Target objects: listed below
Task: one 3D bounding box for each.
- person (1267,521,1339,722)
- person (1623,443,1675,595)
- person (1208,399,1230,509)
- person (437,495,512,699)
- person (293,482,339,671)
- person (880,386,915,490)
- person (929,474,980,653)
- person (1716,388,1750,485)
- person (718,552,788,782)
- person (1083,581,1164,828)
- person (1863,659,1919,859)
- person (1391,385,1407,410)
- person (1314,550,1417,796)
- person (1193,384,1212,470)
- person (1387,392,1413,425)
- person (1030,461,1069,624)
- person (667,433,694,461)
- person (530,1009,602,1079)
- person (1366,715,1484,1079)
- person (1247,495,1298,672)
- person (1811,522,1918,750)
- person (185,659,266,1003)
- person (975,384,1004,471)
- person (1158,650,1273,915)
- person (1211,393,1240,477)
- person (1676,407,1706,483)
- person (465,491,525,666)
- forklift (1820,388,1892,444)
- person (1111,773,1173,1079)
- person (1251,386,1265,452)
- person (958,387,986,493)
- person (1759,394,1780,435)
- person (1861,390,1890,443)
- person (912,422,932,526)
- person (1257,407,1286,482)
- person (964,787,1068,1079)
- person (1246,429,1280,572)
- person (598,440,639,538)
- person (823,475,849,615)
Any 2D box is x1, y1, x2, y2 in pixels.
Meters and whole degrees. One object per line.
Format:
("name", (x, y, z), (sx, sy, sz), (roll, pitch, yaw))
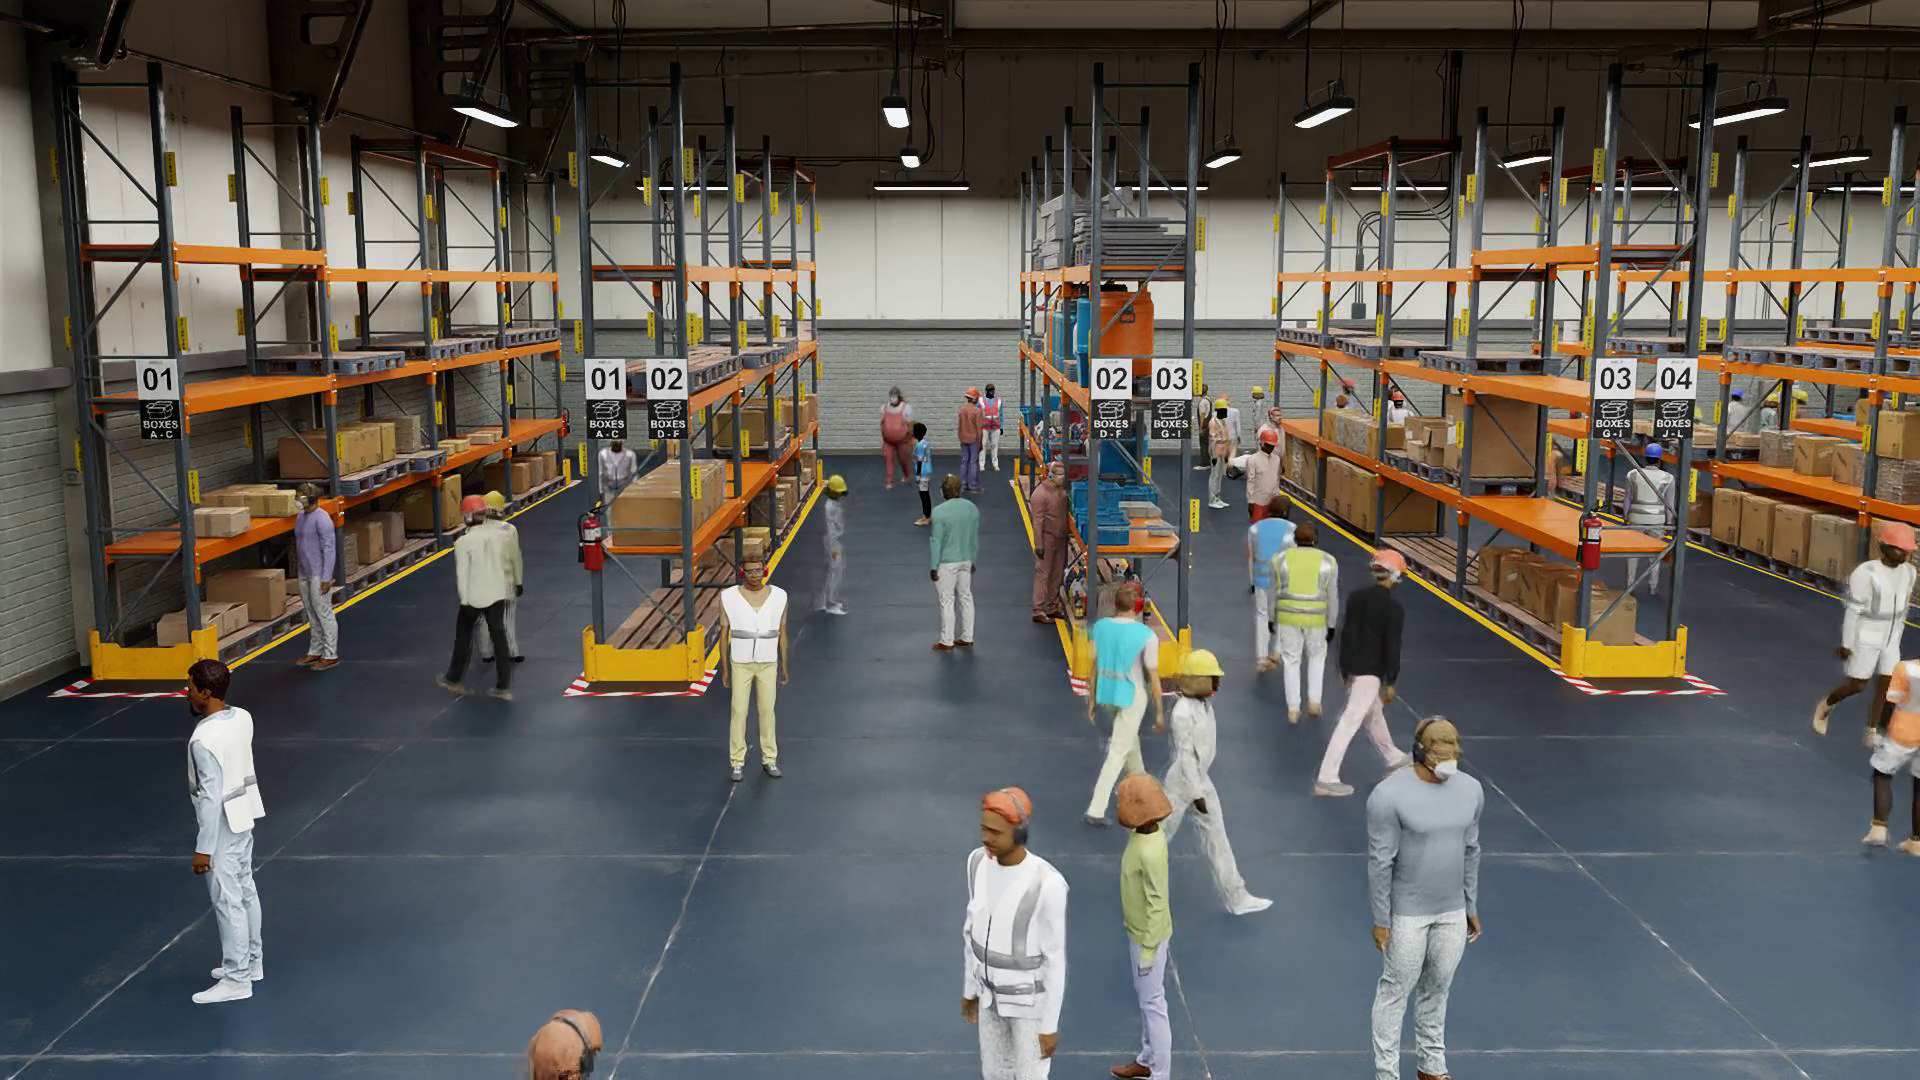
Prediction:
("person", (3.117, 0.725, 15.169), (0.644, 1.819, 0.635), (2, 9, 13))
("person", (8.744, -0.257, 21.145), (0.613, 1.942, 0.406), (5, 10, 27))
("person", (4.571, -1.527, 29.322), (0.364, 1.930, 0.588), (5, 10, 28))
("person", (-4.665, 0.533, 16.000), (0.987, 1.947, 0.618), (7, 11, 40))
("person", (-6.646, 0.366, 17.113), (0.636, 1.938, 0.358), (8, 12, 42))
("person", (-1.205, -2.022, 32.148), (0.683, 2.000, 0.867), (2, 9, 11))
("person", (-0.065, 0.251, 17.904), (0.647, 1.931, 0.377), (-7, 11, -39))
("person", (15.103, -2.015, 32.532), (0.636, 1.909, 0.514), (0, 9, -1))
("person", (-1.650, 0.999, 13.342), (0.565, 1.846, 0.390), (-3, 9, -18))
("person", (1.225, 1.193, 12.251), (0.994, 1.799, 0.579), (-8, 12, -42))
("person", (6.632, 1.380, 11.513), (0.606, 1.665, 0.340), (1, 9, 4))
("person", (8.985, -2.276, 34.384), (0.508, 1.862, 0.324), (8, 12, 43))
("person", (3.238, 1.029, 13.062), (1.179, 1.876, 0.634), (-4, 10, -23))
("person", (5.151, -2.387, 35.161), (0.348, 1.839, 0.503), (4, 10, 22))
("person", (8.206, -1.818, 31.214), (0.547, 1.929, 0.386), (1, 9, 4))
("person", (1.084, 0.024, 19.464), (0.400, 1.900, 0.644), (6, 11, 34))
("person", (-4.596, -1.169, 26.995), (0.550, 1.937, 0.357), (1, 9, 3))
("person", (-1.283, 2.342, 5.428), (0.522, 1.618, 0.682), (4, 10, 25))
("person", (2.240, 1.784, 8.001), (0.631, 1.939, 0.372), (-4, 10, -22))
("person", (3.220, 0.452, 16.942), (0.642, 1.826, 0.440), (6, 11, 33))
("person", (7.712, 0.801, 14.138), (0.623, 2.011, 0.795), (-2, 9, -15))
("person", (-4.087, 1.600, 9.245), (0.392, 1.919, 0.591), (-1, 9, -6))
("person", (0.623, -2.362, 34.970), (0.627, 1.846, 0.429), (-2, 9, -14))
("person", (1.482, 1.528, 10.393), (0.911, 1.697, 0.485), (6, 11, 33))
("person", (5.386, -2.108, 33.762), (0.598, 1.707, 0.643), (1, 9, 6))
("person", (12.933, -1.467, 29.377), (0.591, 1.799, 0.860), (-1, 9, -5))
("person", (-4.796, 0.402, 17.226), (0.590, 1.833, 0.404), (1, 9, 8))
("forklift", (20.072, -3.110, 36.462), (1.873, 2.768, 1.129), (0, 9, 0))
("person", (0.888, 1.924, 8.075), (0.282, 1.631, 0.503), (0, 9, 0))
("person", (6.434, -2.465, 35.992), (0.320, 1.736, 0.485), (2, 9, 12))
("person", (0.222, -1.879, 31.379), (0.389, 1.996, 0.612), (-8, 12, -41))
("person", (16.327, -2.088, 33.576), (0.324, 1.730, 0.490), (0, 9, 0))
("person", (18.086, -2.023, 32.595), (0.624, 1.906, 0.861), (-4, 10, -22))
("person", (-0.619, -1.078, 27.218), (0.322, 1.690, 0.532), (1, 9, 7))
("person", (5.203, -1.249, 27.611), (0.405, 1.909, 0.636), (8, 12, 42))
("person", (0.222, 1.958, 7.083), (0.347, 1.879, 0.578), (-7, 12, -40))
("person", (4.159, -0.530, 22.727), (0.608, 1.986, 0.389), (-7, 11, -37))
("person", (-5.065, -0.726, 24.583), (0.621, 1.793, 0.872), (-1, 9, -8))
("person", (-1.487, 0.053, 19.899), (0.398, 1.698, 0.641), (1, 9, 10))
